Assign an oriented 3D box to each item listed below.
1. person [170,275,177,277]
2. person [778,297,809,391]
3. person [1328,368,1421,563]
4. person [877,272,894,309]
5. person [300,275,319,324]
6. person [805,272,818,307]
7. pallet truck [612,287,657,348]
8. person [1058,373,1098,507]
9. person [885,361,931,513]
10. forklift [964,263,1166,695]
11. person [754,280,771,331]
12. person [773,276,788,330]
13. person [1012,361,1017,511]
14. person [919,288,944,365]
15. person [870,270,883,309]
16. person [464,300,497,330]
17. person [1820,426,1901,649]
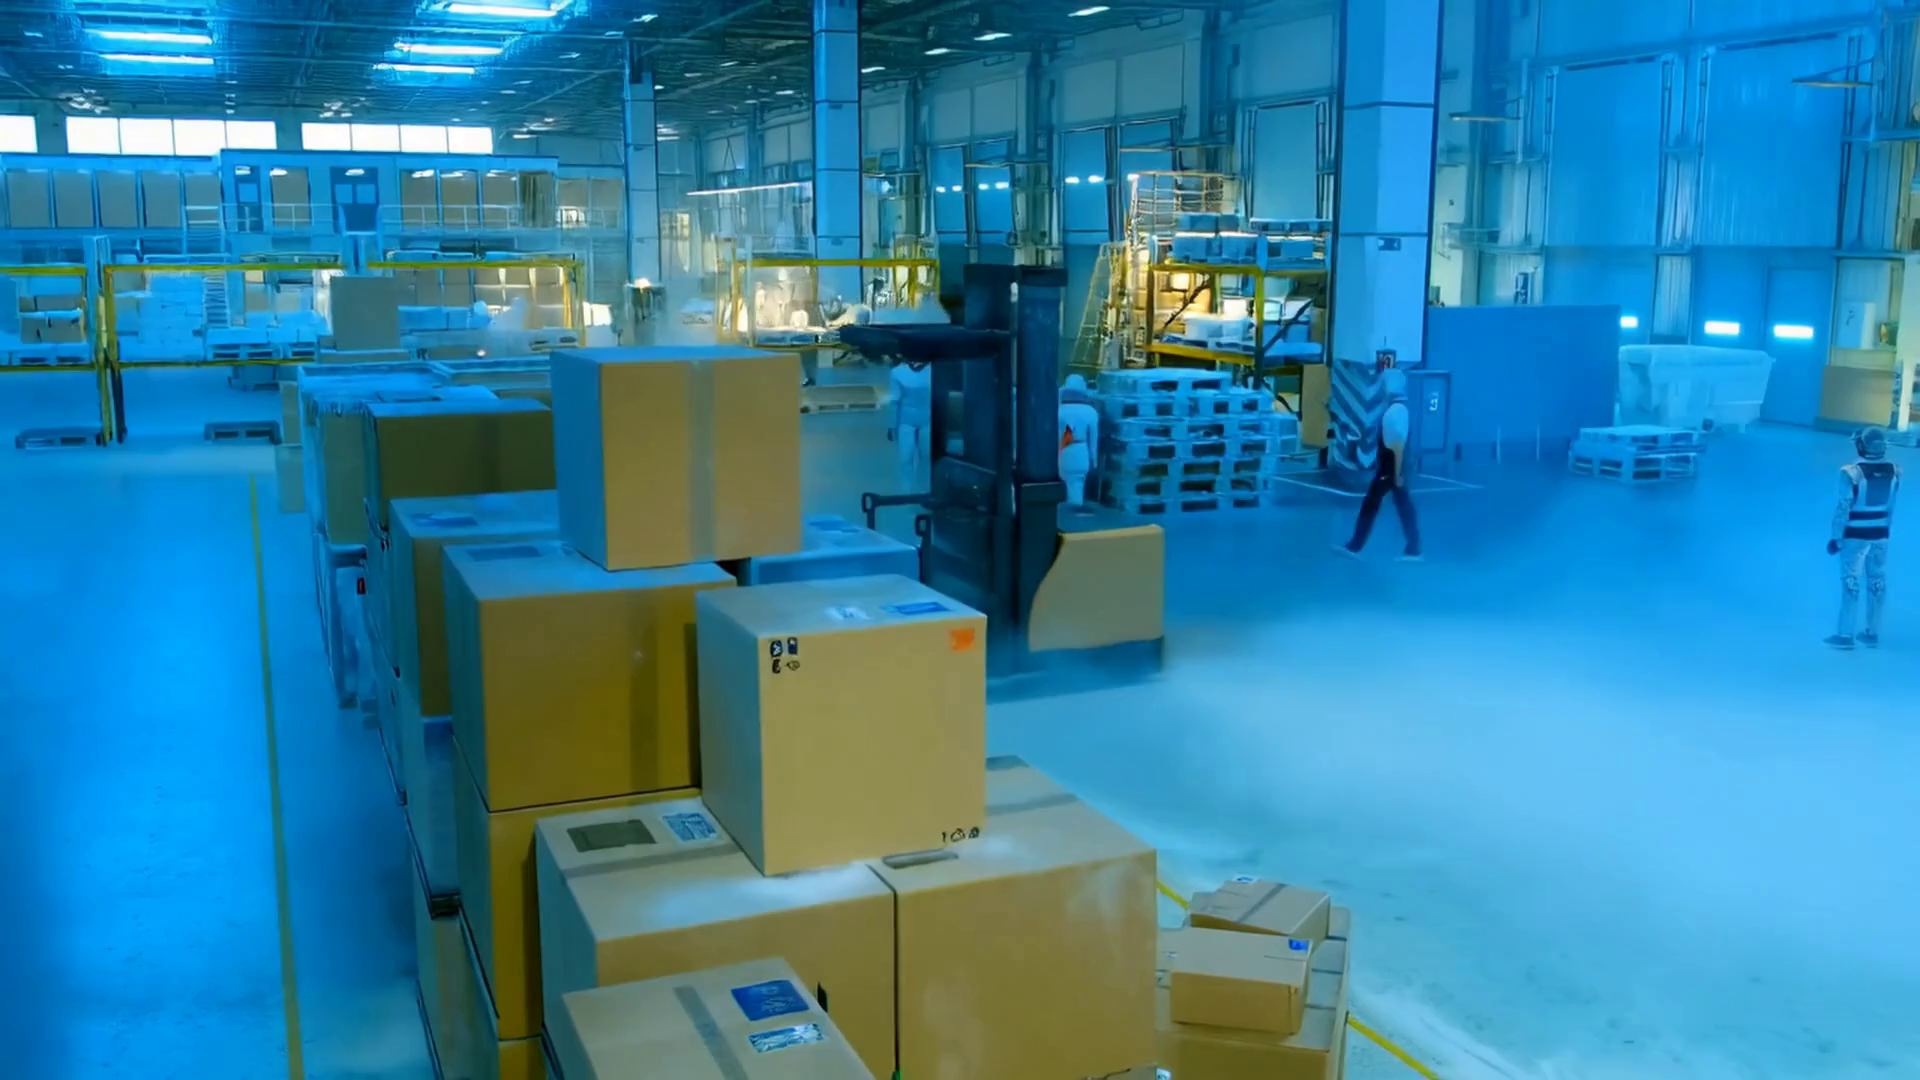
[{"bbox_3d":[-22.138,-6.504,47.039,0.659,1.961,1.131,-4,11,-23],"label":"person"},{"bbox_3d":[-3.241,-3.844,32.716,0.666,1.847,0.652,-8,13,-37],"label":"person"},{"bbox_3d":[3.895,-0.688,15.442,0.920,1.804,0.517,5,11,25],"label":"person"},{"bbox_3d":[-2.506,-8.015,55.610,0.560,1.892,0.983,-1,10,-8],"label":"person"},{"bbox_3d":[-19.909,-7.153,50.892,0.520,1.874,0.327,-2,11,-13],"label":"person"},{"bbox_3d":[-5.125,-8.442,58.101,0.646,1.832,0.495,5,12,27],"label":"person"},{"bbox_3d":[-6.464,-4.406,35.401,0.823,1.965,1.885,6,12,32],"label":"pallet truck"},{"bbox_3d":[1.147,-0.733,15.936,0.489,1.720,0.768,-8,13,-36],"label":"person"},{"bbox_3d":[-0.489,-1.251,18.247,0.672,1.913,0.513,-1,10,-6],"label":"person"},{"bbox_3d":[0.362,-0.447,11.148,1.873,2.768,1.129,-4,11,-23],"label":"forklift"},{"bbox_3d":[-6.269,-7.330,52.372,0.465,1.680,0.553,-7,13,-35],"label":"person"},{"bbox_3d":[-5.930,-7.813,54.823,0.545,1.754,0.364,4,11,21],"label":"person"},{"bbox_3d":[0.622,-0.661,14.982,0.638,1.921,0.536,-9,14,-42],"label":"person"},{"bbox_3d":[-0.595,-4.184,34.249,0.620,1.980,0.500,5,12,27],"label":"person"},{"bbox_3d":[-2.955,-8.778,59.862,0.594,1.875,0.990,-7,13,-35],"label":"person"},{"bbox_3d":[-9.010,-3.585,31.309,0.628,1.844,0.429,-3,11,-16],"label":"person"},{"bbox_3d":[6.613,-0.014,12.184,0.514,1.641,0.307,-3,11,-15],"label":"person"}]
